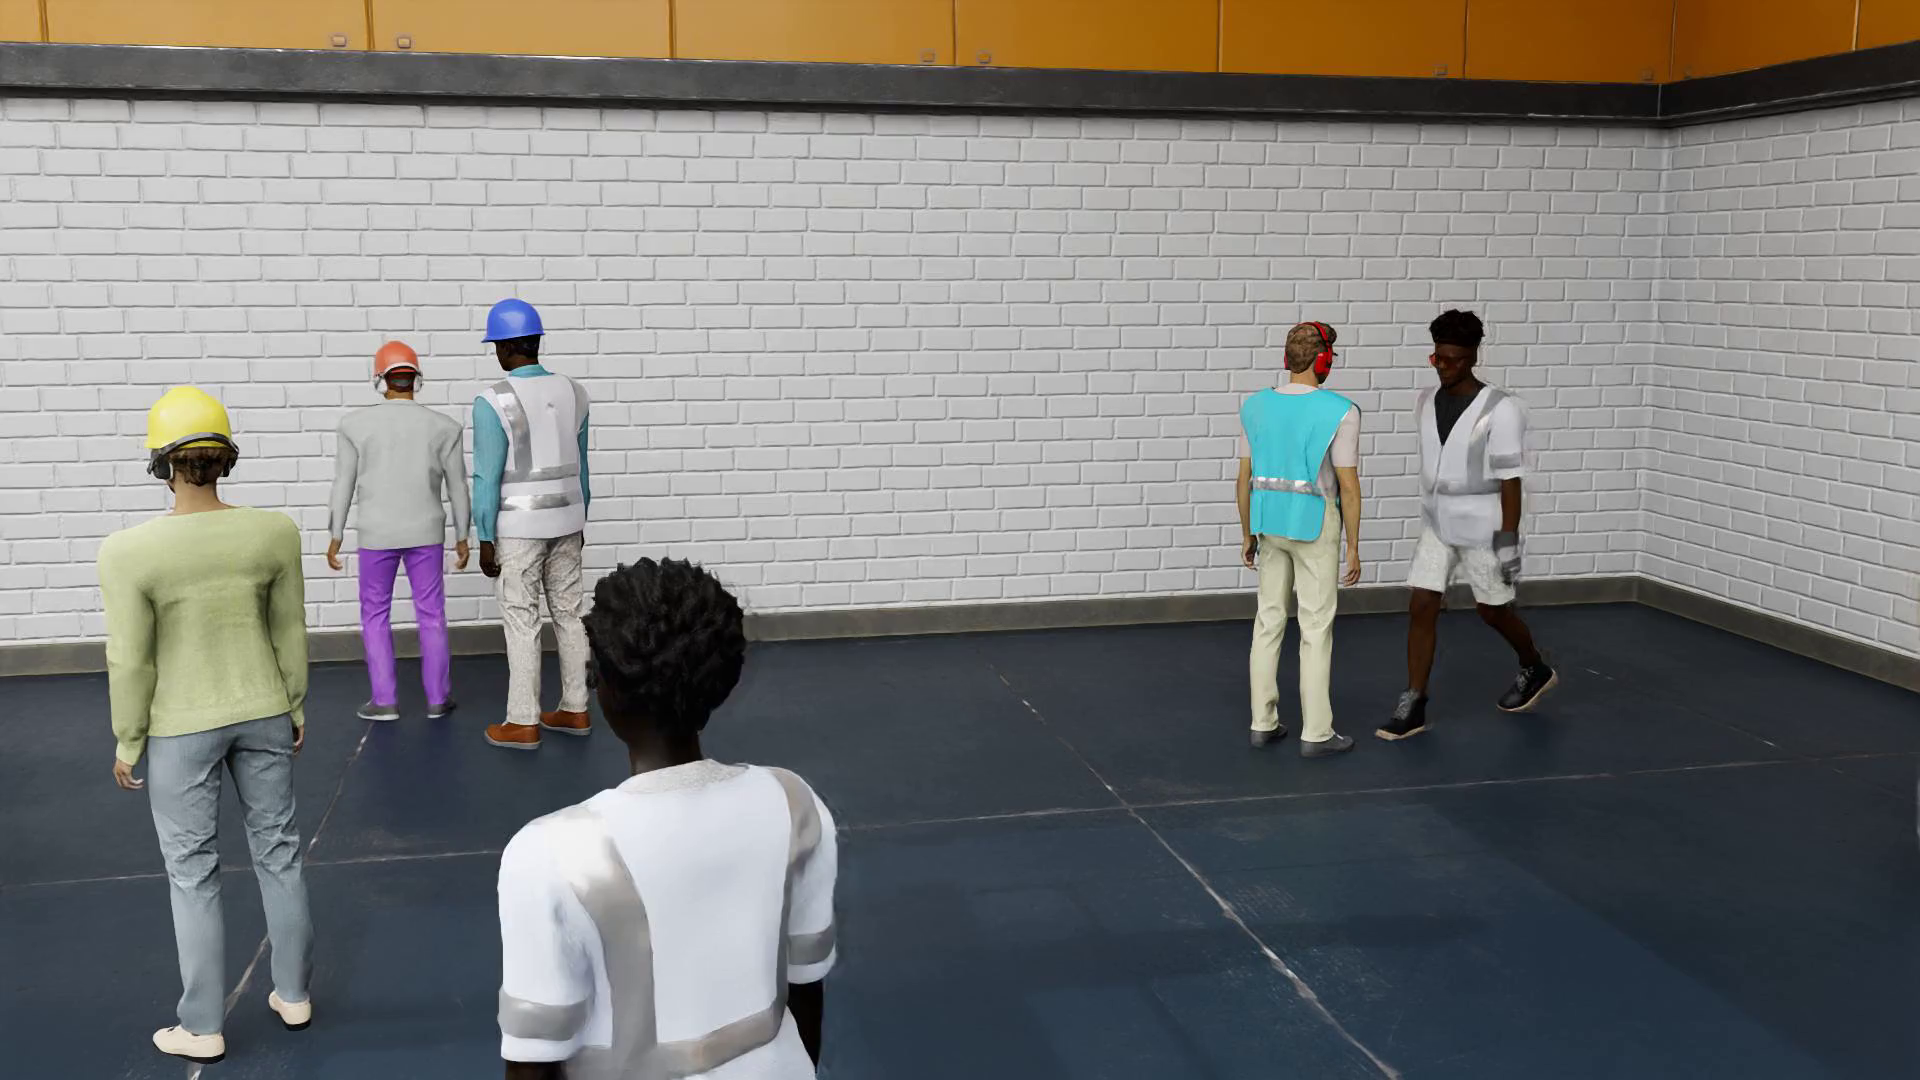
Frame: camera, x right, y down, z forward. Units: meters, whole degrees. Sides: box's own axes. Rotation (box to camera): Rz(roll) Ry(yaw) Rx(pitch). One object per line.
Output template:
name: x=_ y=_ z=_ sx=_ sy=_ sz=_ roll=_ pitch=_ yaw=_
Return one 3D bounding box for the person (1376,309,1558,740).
person: x=2.322 y=-0.082 z=7.418 sx=0.995 sy=1.913 sz=0.617 roll=-6 pitch=11 yaw=-34

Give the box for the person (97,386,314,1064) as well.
person: x=-1.961 y=0.483 z=4.369 sx=0.309 sy=1.769 sz=0.523 roll=8 pitch=12 yaw=41

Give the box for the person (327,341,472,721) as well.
person: x=-2.576 y=-0.037 z=7.629 sx=0.637 sy=1.740 sz=0.391 roll=-5 pitch=11 yaw=-29

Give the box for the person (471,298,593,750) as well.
person: x=-1.854 y=-0.066 z=7.200 sx=0.415 sy=1.939 sz=0.605 roll=7 pitch=11 yaw=35

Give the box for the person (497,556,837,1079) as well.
person: x=-0.341 y=0.866 z=2.266 sx=0.504 sy=1.682 sz=0.541 roll=9 pitch=13 yaw=42

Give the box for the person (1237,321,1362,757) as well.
person: x=1.433 y=-0.001 z=7.075 sx=0.574 sy=1.843 sz=0.374 roll=8 pitch=13 yaw=42
